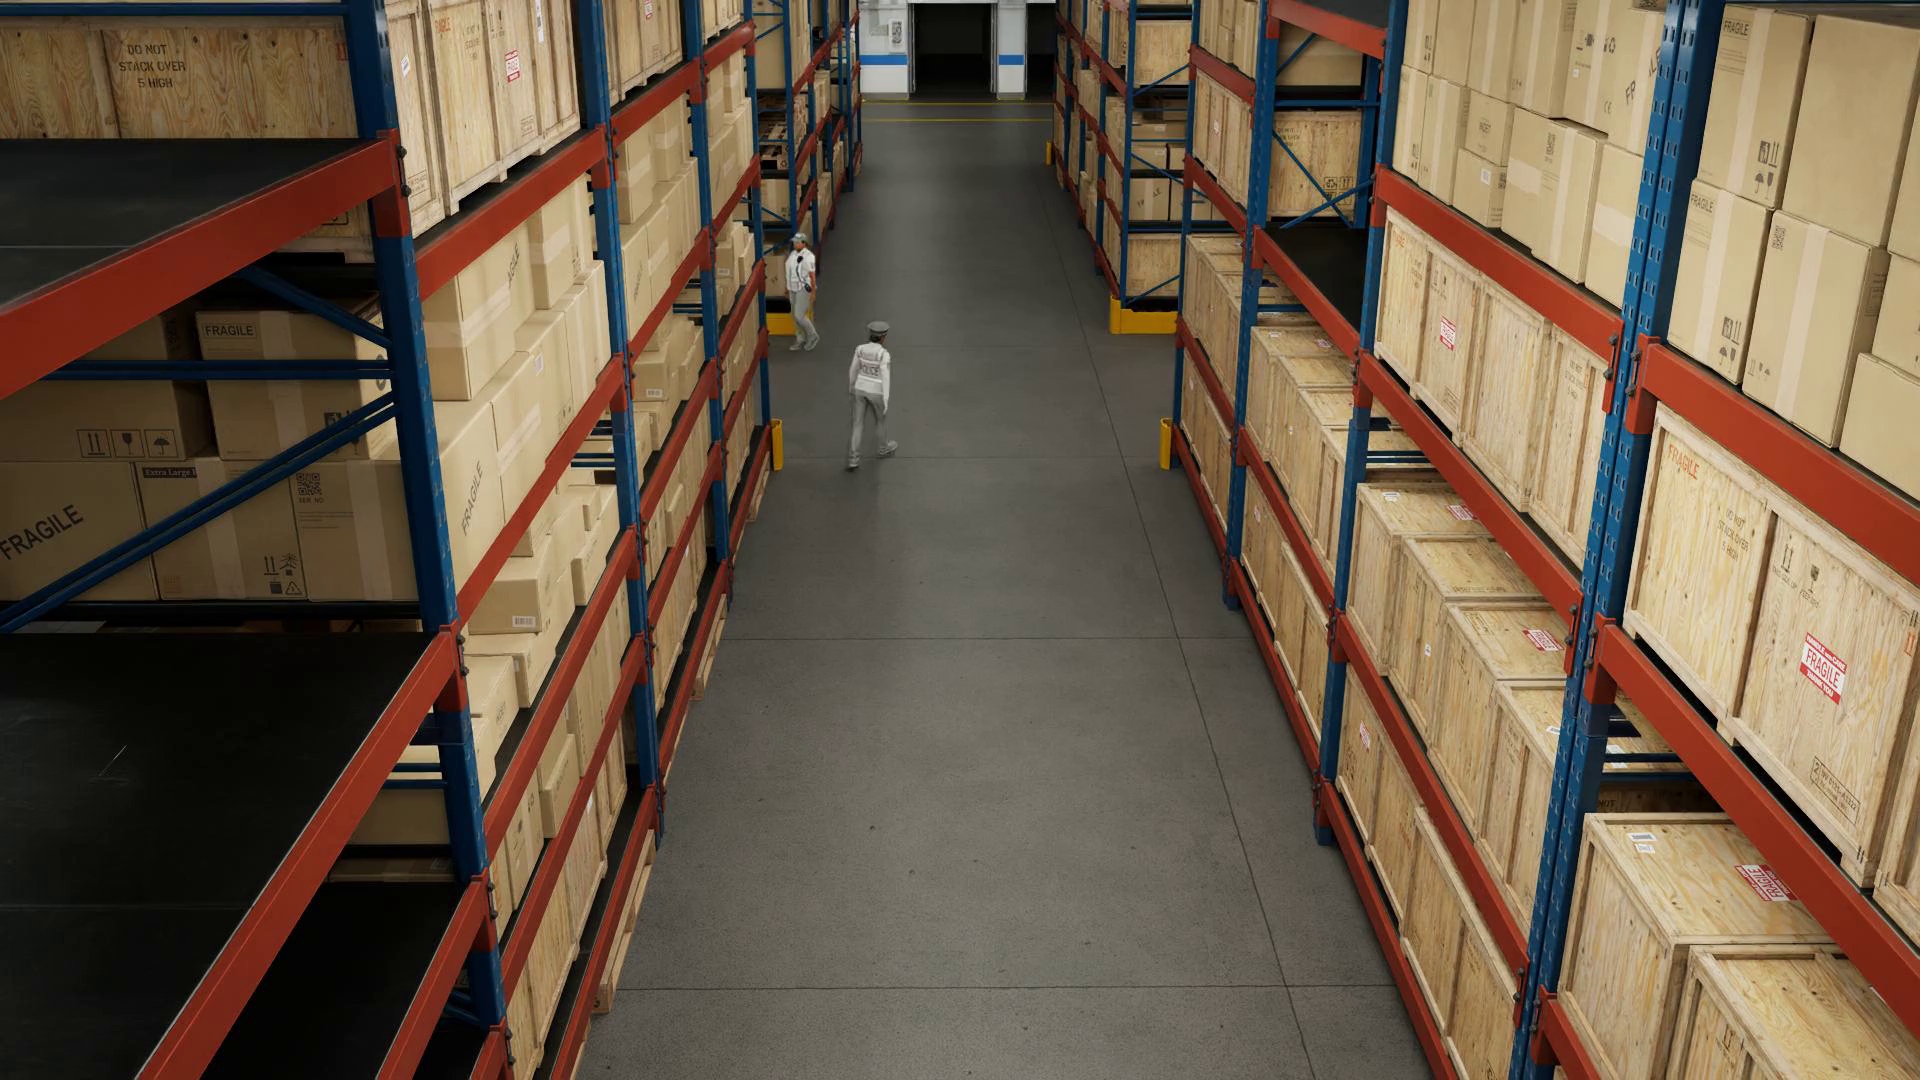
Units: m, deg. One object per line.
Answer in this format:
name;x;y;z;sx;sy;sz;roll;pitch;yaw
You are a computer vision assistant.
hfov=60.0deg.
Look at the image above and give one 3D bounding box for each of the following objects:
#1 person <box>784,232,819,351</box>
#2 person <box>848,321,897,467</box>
person;-2.280;-3.523;23.557;0.434;1.670;0.491;-18;28;-38
person;-1.022;-1.678;18.904;0.556;1.619;0.882;5;22;13
